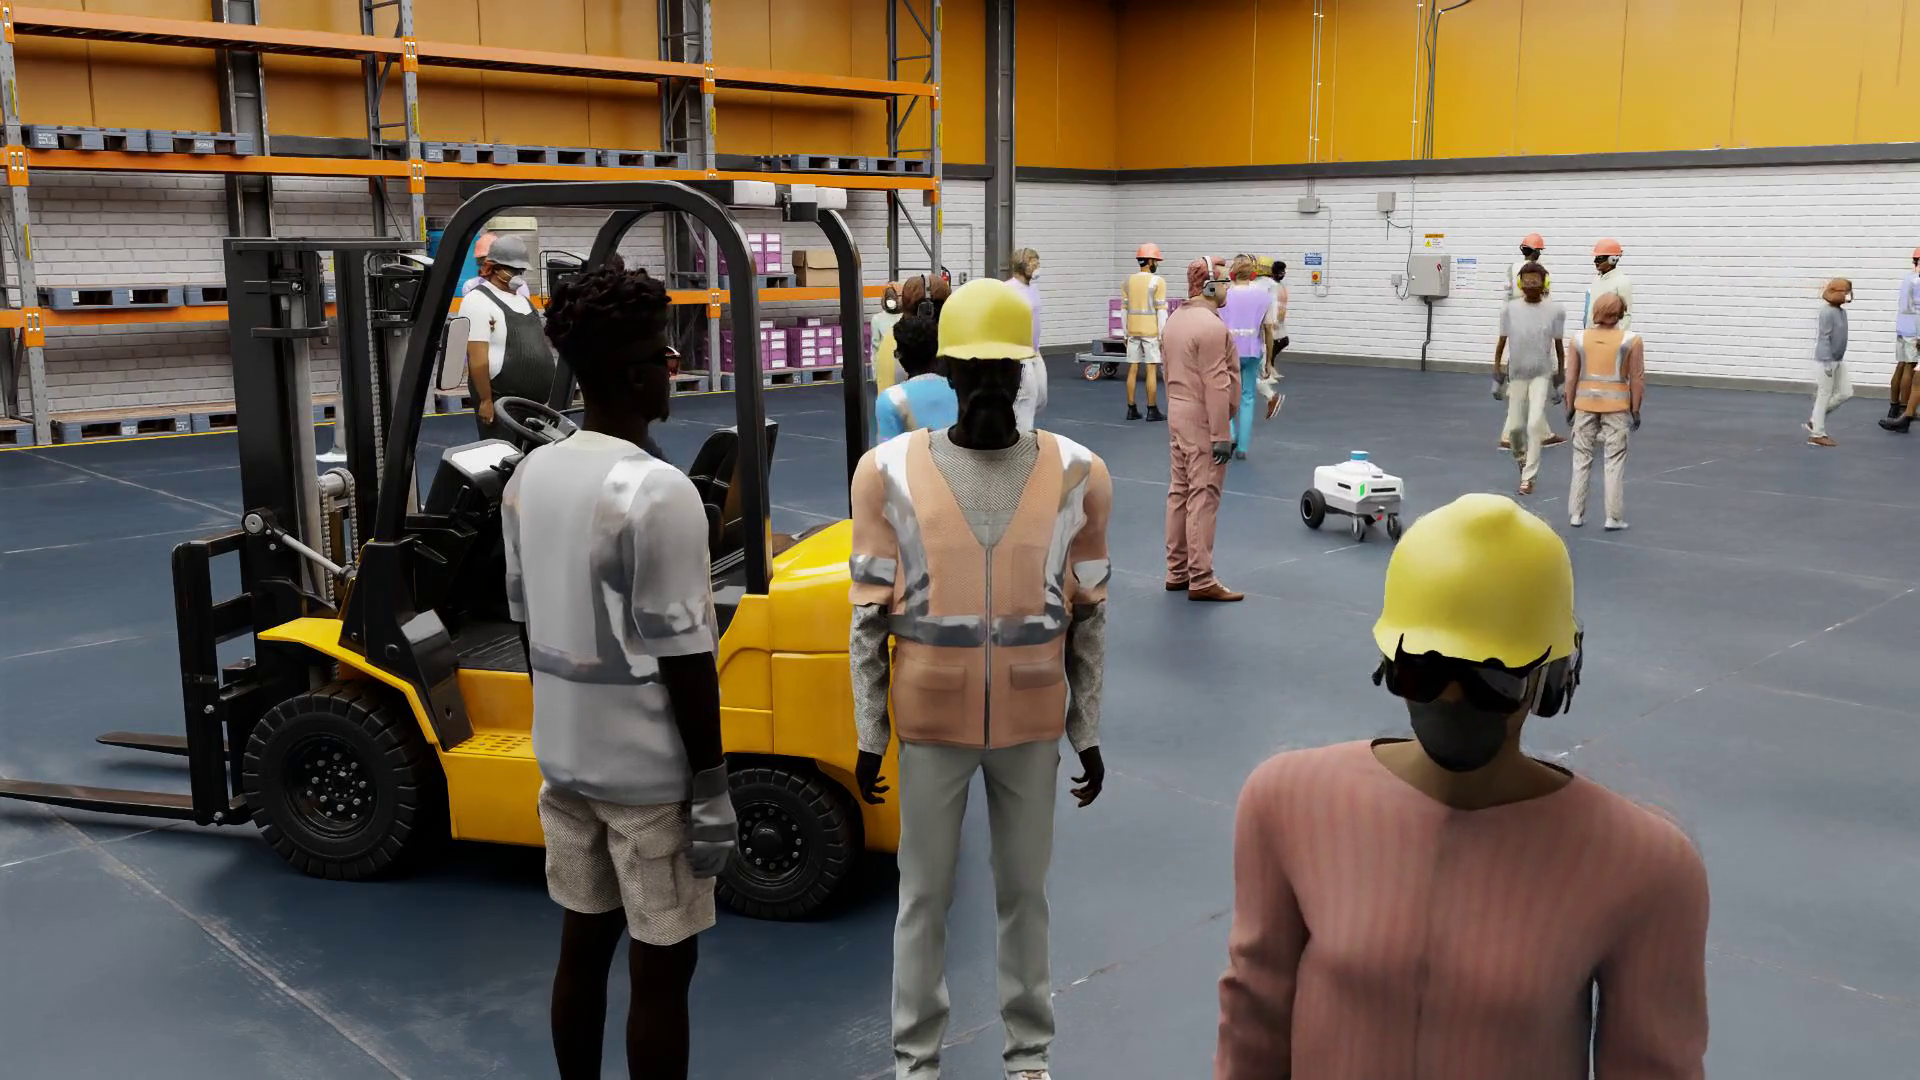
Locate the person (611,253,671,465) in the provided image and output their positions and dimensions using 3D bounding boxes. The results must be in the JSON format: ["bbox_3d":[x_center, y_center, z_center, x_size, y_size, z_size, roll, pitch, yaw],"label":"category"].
[{"bbox_3d":[-2.699,-1.331,13.205,0.780,1.898,0.602,-7,13,-35],"label":"person"}]

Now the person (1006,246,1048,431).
[{"bbox_3d":[0.548,-1.577,14.448,0.605,1.930,0.647,5,12,25],"label":"person"}]

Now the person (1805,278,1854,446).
[{"bbox_3d":[8.388,-1.700,15.962,0.508,1.620,0.348,-8,13,-37],"label":"person"}]

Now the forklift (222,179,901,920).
[{"bbox_3d":[-1.114,-0.058,5.440,2.313,2.155,1.214,2,11,13],"label":"forklift"}]

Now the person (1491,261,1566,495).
[{"bbox_3d":[4.516,-1.293,13.176,0.570,1.838,0.701,5,12,26],"label":"person"}]

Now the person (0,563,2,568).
[{"bbox_3d":[-6.031,-0.712,9.959,0.507,1.846,0.351,8,13,35],"label":"person"}]

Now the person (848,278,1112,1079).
[{"bbox_3d":[0.047,0.391,3.714,0.588,1.930,0.359,-1,10,-7],"label":"person"}]

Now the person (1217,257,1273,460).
[{"bbox_3d":[2.530,-1.634,15.031,0.607,1.823,0.459,0,10,0],"label":"person"}]

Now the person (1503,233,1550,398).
[{"bbox_3d":[7.035,-2.764,20.608,0.373,2.042,0.614,-8,13,-38],"label":"person"}]

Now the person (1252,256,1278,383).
[{"bbox_3d":[4.150,-3.017,22.835,0.484,1.734,0.308,8,13,38],"label":"person"}]

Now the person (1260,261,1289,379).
[{"bbox_3d":[4.439,-3.076,23.463,0.372,1.628,0.542,7,12,33],"label":"person"}]

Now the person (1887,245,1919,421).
[{"bbox_3d":[10.487,-2.278,18.260,0.375,1.934,0.547,2,11,11],"label":"person"}]

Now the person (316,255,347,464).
[{"bbox_3d":[-5.376,-1.597,14.657,0.856,1.885,0.624,1,10,4],"label":"person"}]

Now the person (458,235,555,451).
[{"bbox_3d":[-2.866,-0.948,10.716,0.536,2.000,0.676,3,11,15],"label":"person"}]

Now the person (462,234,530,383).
[{"bbox_3d":[-3.930,-1.547,14.110,0.615,2.045,0.642,2,11,13],"label":"person"}]

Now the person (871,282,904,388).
[{"bbox_3d":[-0.552,-1.467,14.700,0.500,1.617,0.314,3,11,17],"label":"person"}]

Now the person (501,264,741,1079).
[{"bbox_3d":[-0.663,0.436,3.367,0.606,1.966,0.367,10,14,43],"label":"person"}]

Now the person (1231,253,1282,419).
[{"bbox_3d":[3.127,-2.185,18.036,0.842,1.836,0.538,-4,11,-19],"label":"person"}]

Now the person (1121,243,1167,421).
[{"bbox_3d":[2.022,-2.263,18.174,0.547,1.934,0.376,8,13,37],"label":"person"}]

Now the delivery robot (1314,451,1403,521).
[{"bbox_3d":[2.705,-0.361,11.314,0.477,0.478,0.707,-3,11,-15],"label":"delivery robot"}]

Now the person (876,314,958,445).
[{"bbox_3d":[-0.109,-0.186,7.561,0.537,1.672,0.726,-6,12,-29],"label":"person"}]

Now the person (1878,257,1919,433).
[{"bbox_3d":[9.999,-1.985,16.854,1.006,1.882,0.580,2,11,12],"label":"person"}]

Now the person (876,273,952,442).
[{"bbox_3d":[-0.176,-0.356,8.029,0.429,1.841,0.633,-4,11,-21],"label":"person"}]

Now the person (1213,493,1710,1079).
[{"bbox_3d":[0.520,0.818,1.858,0.559,1.743,0.632,4,11,22],"label":"person"}]

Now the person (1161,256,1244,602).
[{"bbox_3d":[1.366,-0.619,9.282,0.406,1.911,0.639,-3,11,-15],"label":"person"}]

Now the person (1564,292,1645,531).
[{"bbox_3d":[4.432,-0.884,11.467,0.522,1.637,0.310,7,13,35],"label":"person"}]

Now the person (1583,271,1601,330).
[{"bbox_3d":[8.165,-2.652,21.103,0.523,1.638,0.311,1,10,5],"label":"person"}]

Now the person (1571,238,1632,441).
[{"bbox_3d":[6.363,-1.977,16.452,0.396,1.992,0.622,-2,11,-11],"label":"person"}]

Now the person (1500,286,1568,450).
[{"bbox_3d":[5.465,-1.639,15.700,0.737,1.599,0.506,-1,10,-4],"label":"person"}]
